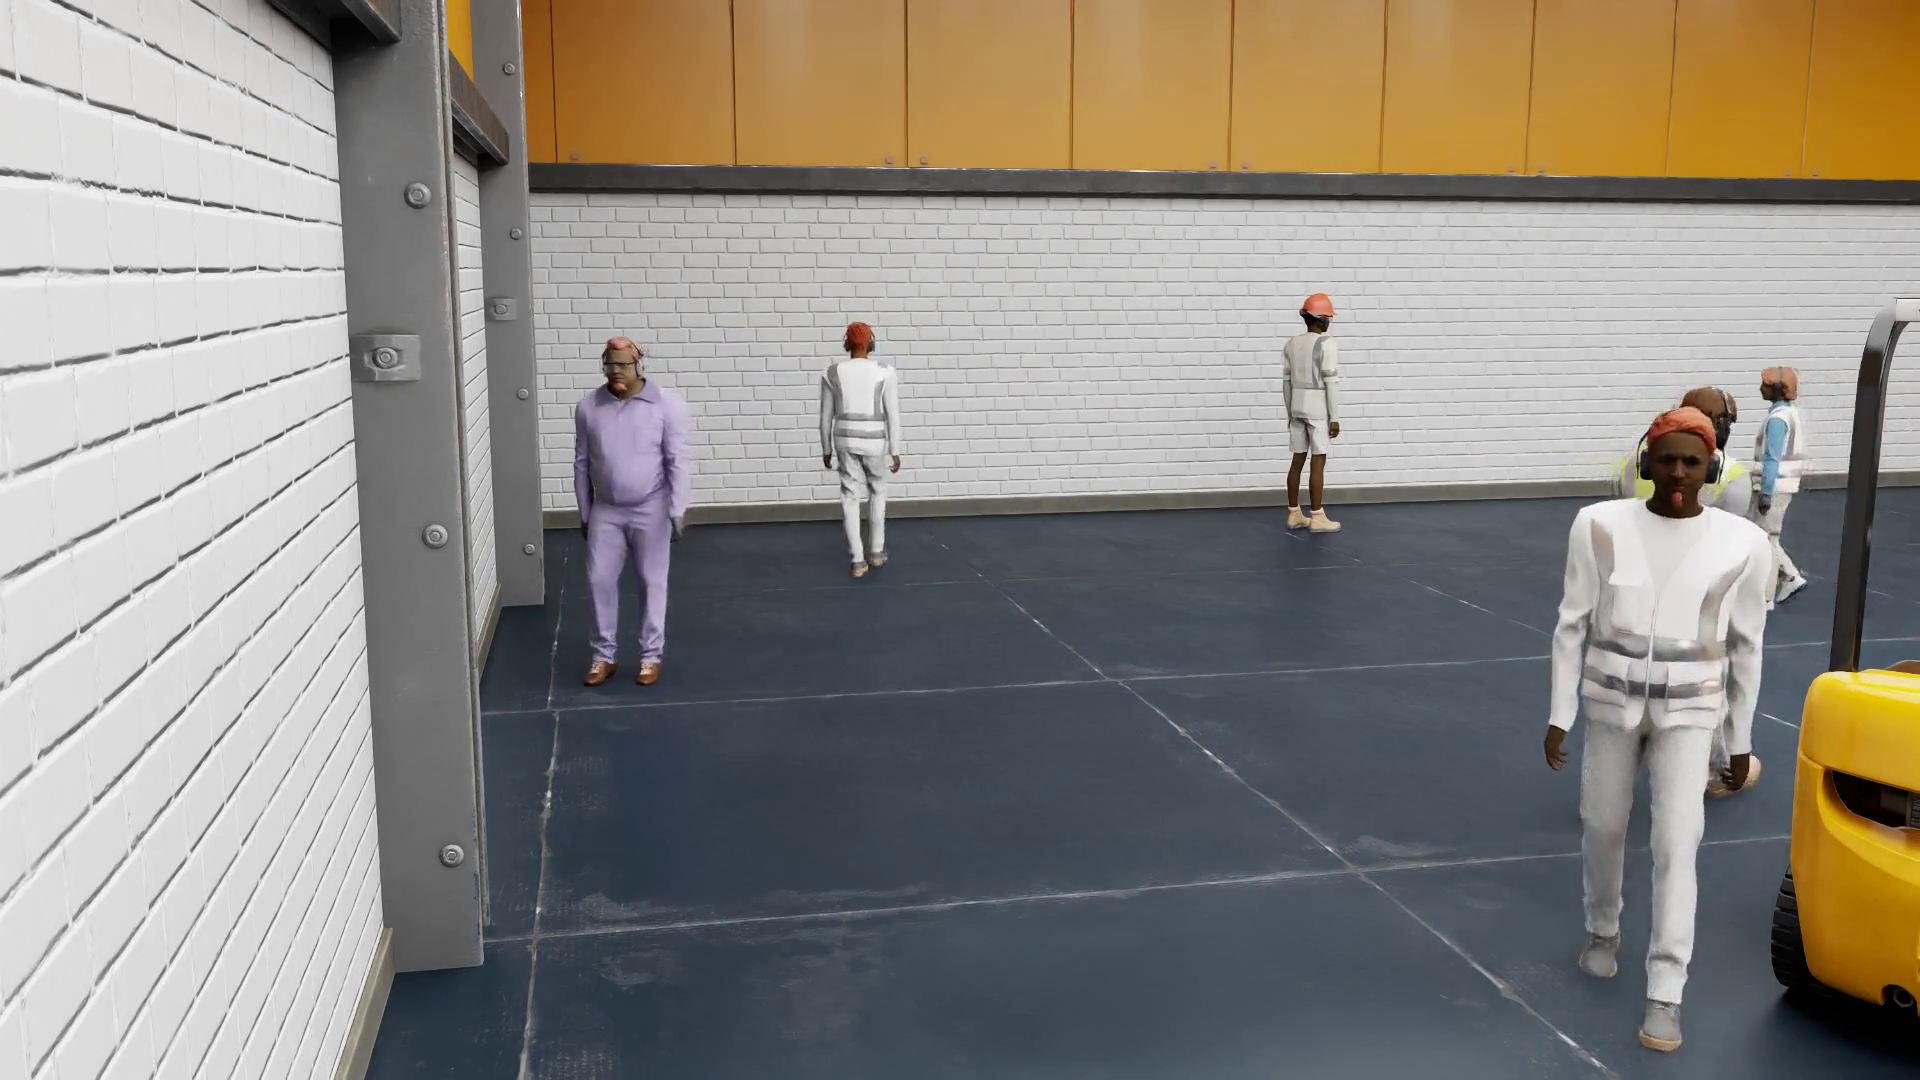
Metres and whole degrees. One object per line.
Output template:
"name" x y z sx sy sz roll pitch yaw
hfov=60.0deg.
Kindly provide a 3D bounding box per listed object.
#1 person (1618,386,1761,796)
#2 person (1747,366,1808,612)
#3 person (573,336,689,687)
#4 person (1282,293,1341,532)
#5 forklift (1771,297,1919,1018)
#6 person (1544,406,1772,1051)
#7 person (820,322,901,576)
"person" 2.995 0.256 6.937 0.994 1.785 0.639 -6 11 -31
"person" 5.313 -0.327 10.896 0.364 1.626 0.534 6 11 31
"person" -1.788 -0.150 9.029 0.665 1.897 0.479 1 9 3
"person" 3.043 -1.091 14.317 0.381 2.045 0.605 -6 11 -32
"forklift" 3.542 0.334 5.177 2.313 2.155 1.214 -9 13 -43
"person" 2.102 0.528 5.051 0.580 1.888 0.622 5 11 28
"person" -0.736 -0.696 12.464 0.612 1.856 0.803 0 9 3
